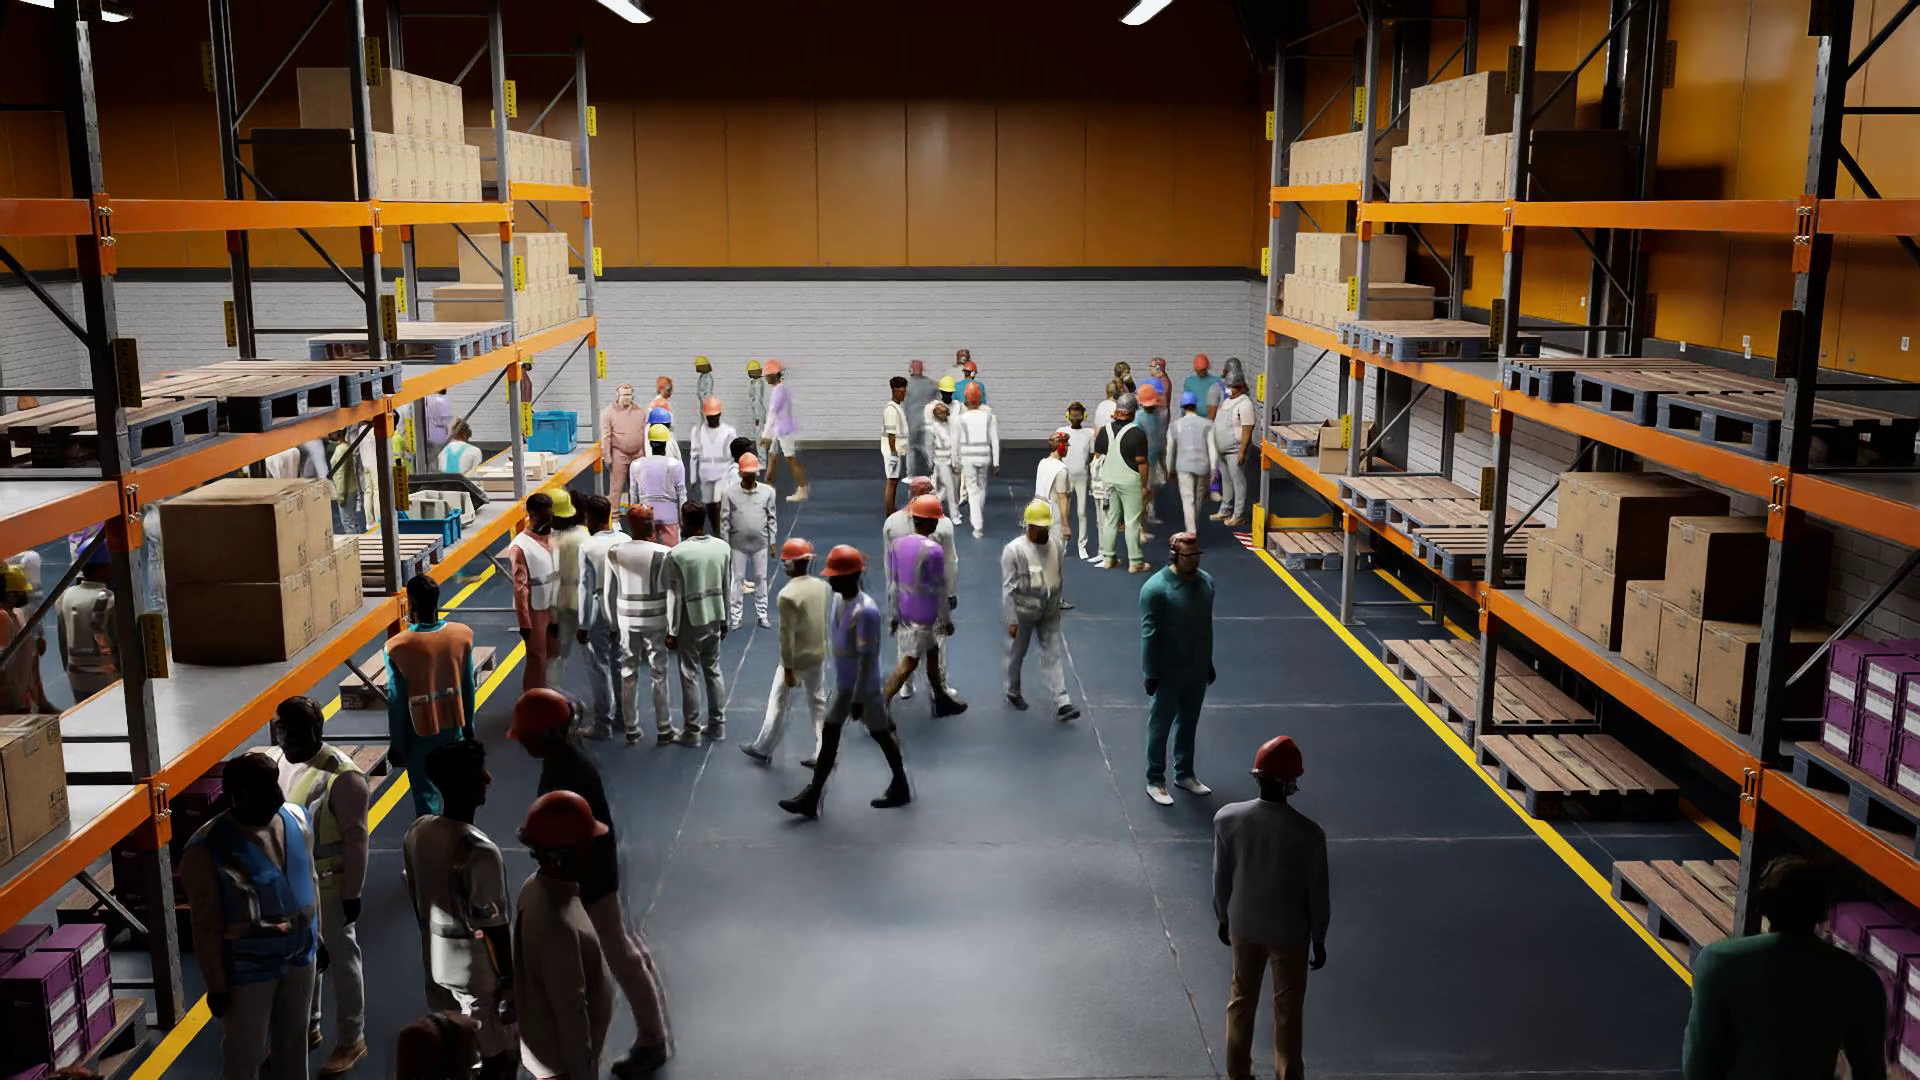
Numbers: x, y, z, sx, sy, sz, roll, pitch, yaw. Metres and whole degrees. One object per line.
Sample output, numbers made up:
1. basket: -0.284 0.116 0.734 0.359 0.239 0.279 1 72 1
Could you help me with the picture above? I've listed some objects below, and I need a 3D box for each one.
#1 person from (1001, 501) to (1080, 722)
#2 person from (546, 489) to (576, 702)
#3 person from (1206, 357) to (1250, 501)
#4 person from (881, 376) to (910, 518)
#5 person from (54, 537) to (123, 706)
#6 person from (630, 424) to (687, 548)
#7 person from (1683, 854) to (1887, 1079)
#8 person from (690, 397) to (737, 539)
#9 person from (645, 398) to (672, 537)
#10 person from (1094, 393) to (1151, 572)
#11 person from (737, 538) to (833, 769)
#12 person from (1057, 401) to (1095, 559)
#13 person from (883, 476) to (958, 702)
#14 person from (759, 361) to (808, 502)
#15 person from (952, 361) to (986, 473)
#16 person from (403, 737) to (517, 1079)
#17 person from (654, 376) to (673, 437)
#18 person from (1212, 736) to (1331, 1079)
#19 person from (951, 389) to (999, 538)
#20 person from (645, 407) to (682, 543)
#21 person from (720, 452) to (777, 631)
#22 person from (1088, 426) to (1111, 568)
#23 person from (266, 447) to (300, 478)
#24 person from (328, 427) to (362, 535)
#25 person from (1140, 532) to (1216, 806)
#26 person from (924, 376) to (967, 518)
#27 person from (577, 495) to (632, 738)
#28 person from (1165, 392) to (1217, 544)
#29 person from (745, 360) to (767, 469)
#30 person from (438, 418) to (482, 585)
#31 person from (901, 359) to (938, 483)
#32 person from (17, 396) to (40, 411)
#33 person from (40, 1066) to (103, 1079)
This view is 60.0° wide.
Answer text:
1. person: 0.624 0.573 13.405 0.620 1.777 0.941 -6 13 -27
2. person: -3.285 0.510 13.494 0.393 1.896 0.713 -2 11 -10
3. person: 3.841 -1.571 23.509 0.688 2.000 0.536 -5 12 -25
4. person: -0.833 -1.154 21.611 0.374 1.963 0.607 1 11 6
5. person: -5.744 0.942 11.164 0.605 1.939 0.411 4 12 21
6. person: -3.078 -0.230 17.070 0.588 1.928 0.383 2 11 8
7. person: 2.886 2.040 5.836 0.799 1.887 0.569 1 11 5
8. person: -2.947 -0.796 19.978 0.573 1.906 0.826 0 11 -1
9. person: -3.771 -0.916 20.949 0.341 1.750 0.565 -6 13 -26
10. person: 1.899 -0.664 18.959 0.675 2.000 0.537 10 15 41
11. person: -1.271 0.834 12.273 0.843 1.711 0.573 7 13 30
12. person: 1.348 -0.702 19.578 0.507 1.874 0.329 1 11 6
13. person: -0.309 0.408 13.939 0.639 1.904 0.407 4 12 19
14. person: -2.607 -1.511 23.337 1.014 1.982 0.644 0 11 -1
15. person: 0.156 -1.915 25.982 0.561 1.742 0.337 3 12 17
16. person: -2.042 1.770 6.942 0.605 1.966 0.367 9 14 38
17. person: -4.067 -1.276 22.516 0.399 1.853 0.647 -2 12 -12
18. person: 1.427 1.745 7.602 0.563 1.752 0.327 8 14 33
19. person: 0.164 -1.000 21.145 0.589 1.834 0.967 -3 12 -16
20. person: -3.248 -0.497 18.356 0.406 1.946 0.608 -2 11 -8
21. person: -2.067 0.010 16.298 0.563 1.755 0.320 -3 12 -15
22. person: 1.656 -0.500 19.147 0.314 1.640 0.516 -1 11 -6
23. person: -7.330 -0.368 17.966 0.380 1.845 0.570 4 12 21
24. person: -7.081 -0.548 19.097 0.339 1.761 0.524 -2 12 -11
25. person: 1.544 0.879 11.564 0.651 1.906 0.403 -8 14 -36
26. person: -0.178 -1.219 22.070 0.585 1.918 0.410 -3 12 -14
27. person: -2.756 0.594 13.003 0.411 1.906 0.602 6 13 26
28. person: 2.837 -0.874 20.469 0.616 1.854 1.071 0 11 2
29. person: -3.230 -1.982 26.346 0.321 1.737 0.483 -1 11 -6
30. person: -5.526 -0.442 18.451 0.634 1.796 0.787 3 12 13
31. person: -0.629 -1.758 24.825 0.655 1.887 0.578 -8 14 -36
32. person: -12.604 -1.190 22.623 0.285 1.633 0.497 -1 11 -5
33. person: -2.333 2.309 4.450 0.577 1.882 0.349 1 11 4
